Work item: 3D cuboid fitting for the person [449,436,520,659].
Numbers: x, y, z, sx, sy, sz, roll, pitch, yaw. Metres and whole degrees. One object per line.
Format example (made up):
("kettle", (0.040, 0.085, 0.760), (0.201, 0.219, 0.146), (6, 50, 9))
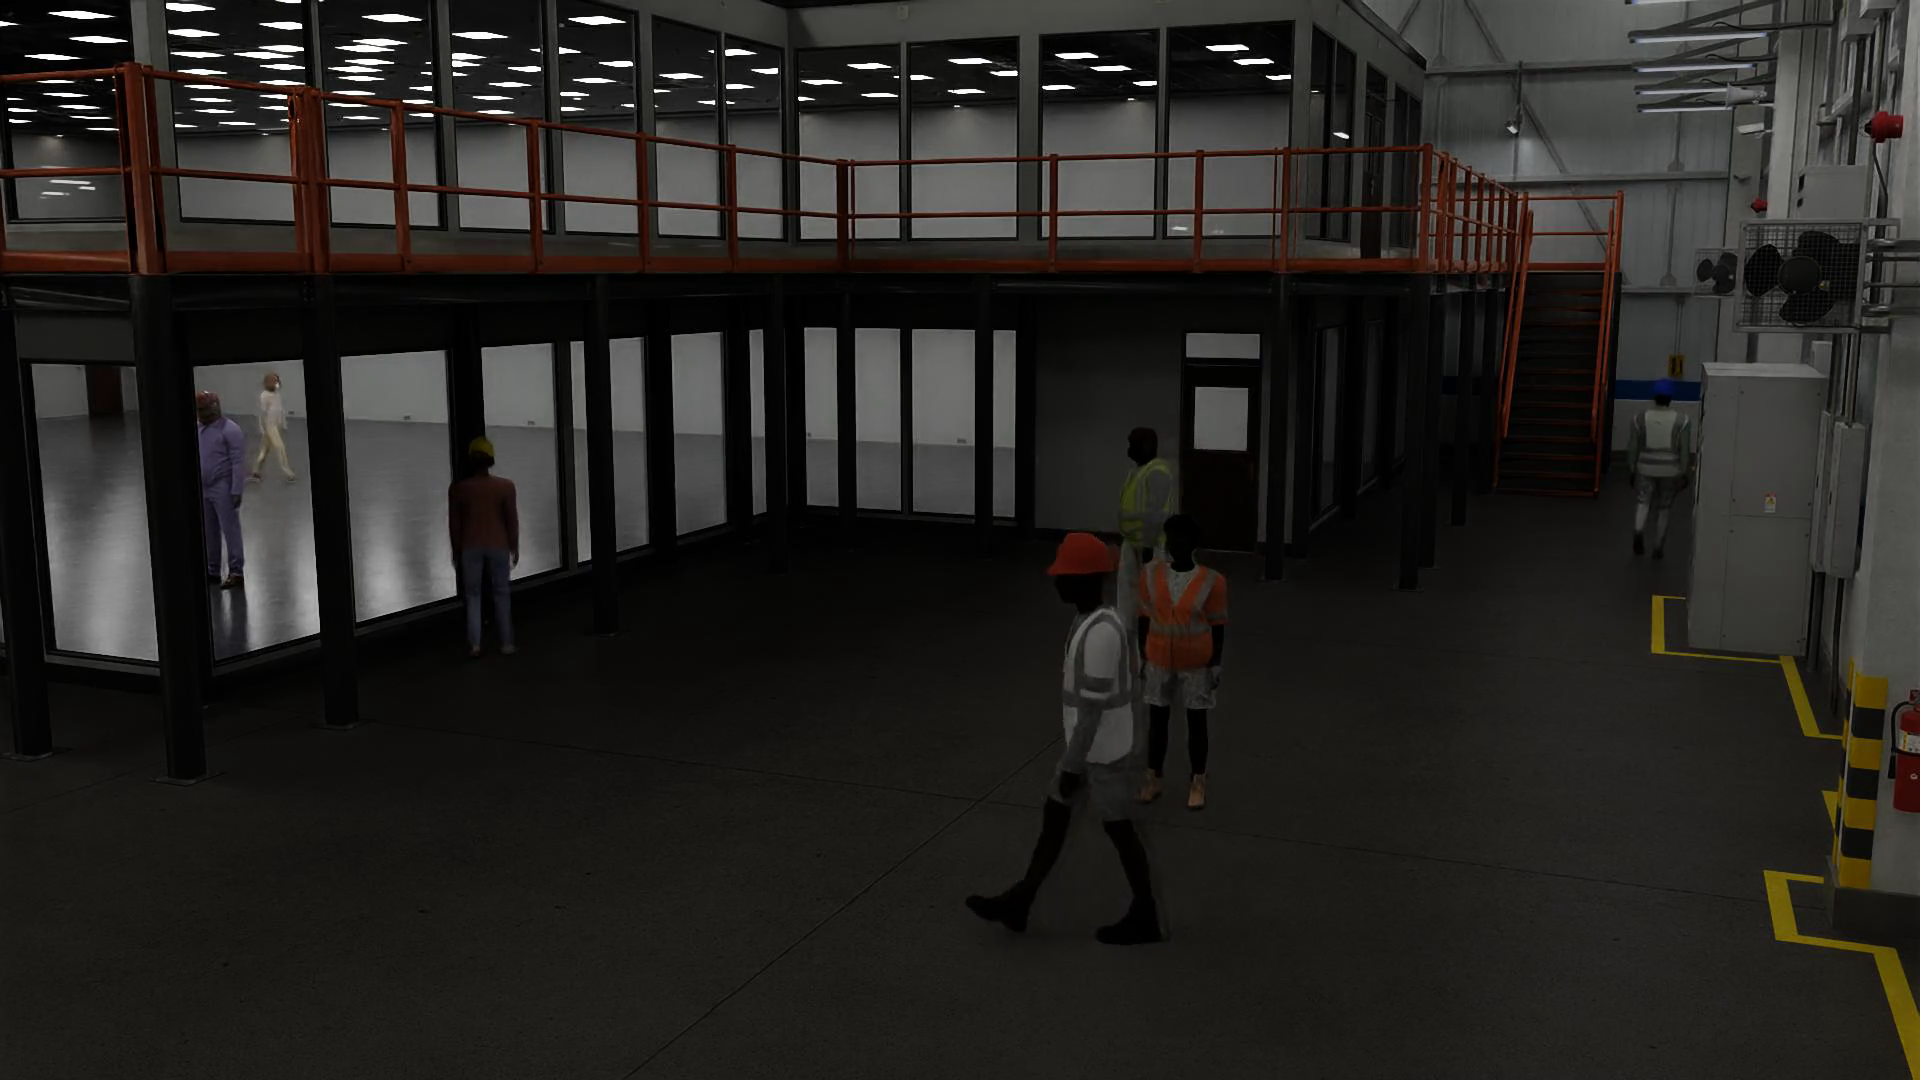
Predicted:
("person", (-3.747, 0.058, 13.146), (0.532, 1.766, 0.330), (-2, 9, -10))

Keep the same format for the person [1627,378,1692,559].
("person", (7.386, -0.744, 17.571), (0.614, 1.932, 0.483), (6, 11, 31))

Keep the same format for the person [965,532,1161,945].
("person", (0.486, 0.910, 7.493), (0.963, 1.889, 0.569), (-1, 9, -5))

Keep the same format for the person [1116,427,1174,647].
("person", (1.568, -0.010, 13.417), (0.831, 1.821, 0.617), (-2, 10, -15))

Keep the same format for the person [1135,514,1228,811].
("person", (1.246, 0.690, 9.453), (0.530, 1.697, 0.321), (4, 10, 23))
